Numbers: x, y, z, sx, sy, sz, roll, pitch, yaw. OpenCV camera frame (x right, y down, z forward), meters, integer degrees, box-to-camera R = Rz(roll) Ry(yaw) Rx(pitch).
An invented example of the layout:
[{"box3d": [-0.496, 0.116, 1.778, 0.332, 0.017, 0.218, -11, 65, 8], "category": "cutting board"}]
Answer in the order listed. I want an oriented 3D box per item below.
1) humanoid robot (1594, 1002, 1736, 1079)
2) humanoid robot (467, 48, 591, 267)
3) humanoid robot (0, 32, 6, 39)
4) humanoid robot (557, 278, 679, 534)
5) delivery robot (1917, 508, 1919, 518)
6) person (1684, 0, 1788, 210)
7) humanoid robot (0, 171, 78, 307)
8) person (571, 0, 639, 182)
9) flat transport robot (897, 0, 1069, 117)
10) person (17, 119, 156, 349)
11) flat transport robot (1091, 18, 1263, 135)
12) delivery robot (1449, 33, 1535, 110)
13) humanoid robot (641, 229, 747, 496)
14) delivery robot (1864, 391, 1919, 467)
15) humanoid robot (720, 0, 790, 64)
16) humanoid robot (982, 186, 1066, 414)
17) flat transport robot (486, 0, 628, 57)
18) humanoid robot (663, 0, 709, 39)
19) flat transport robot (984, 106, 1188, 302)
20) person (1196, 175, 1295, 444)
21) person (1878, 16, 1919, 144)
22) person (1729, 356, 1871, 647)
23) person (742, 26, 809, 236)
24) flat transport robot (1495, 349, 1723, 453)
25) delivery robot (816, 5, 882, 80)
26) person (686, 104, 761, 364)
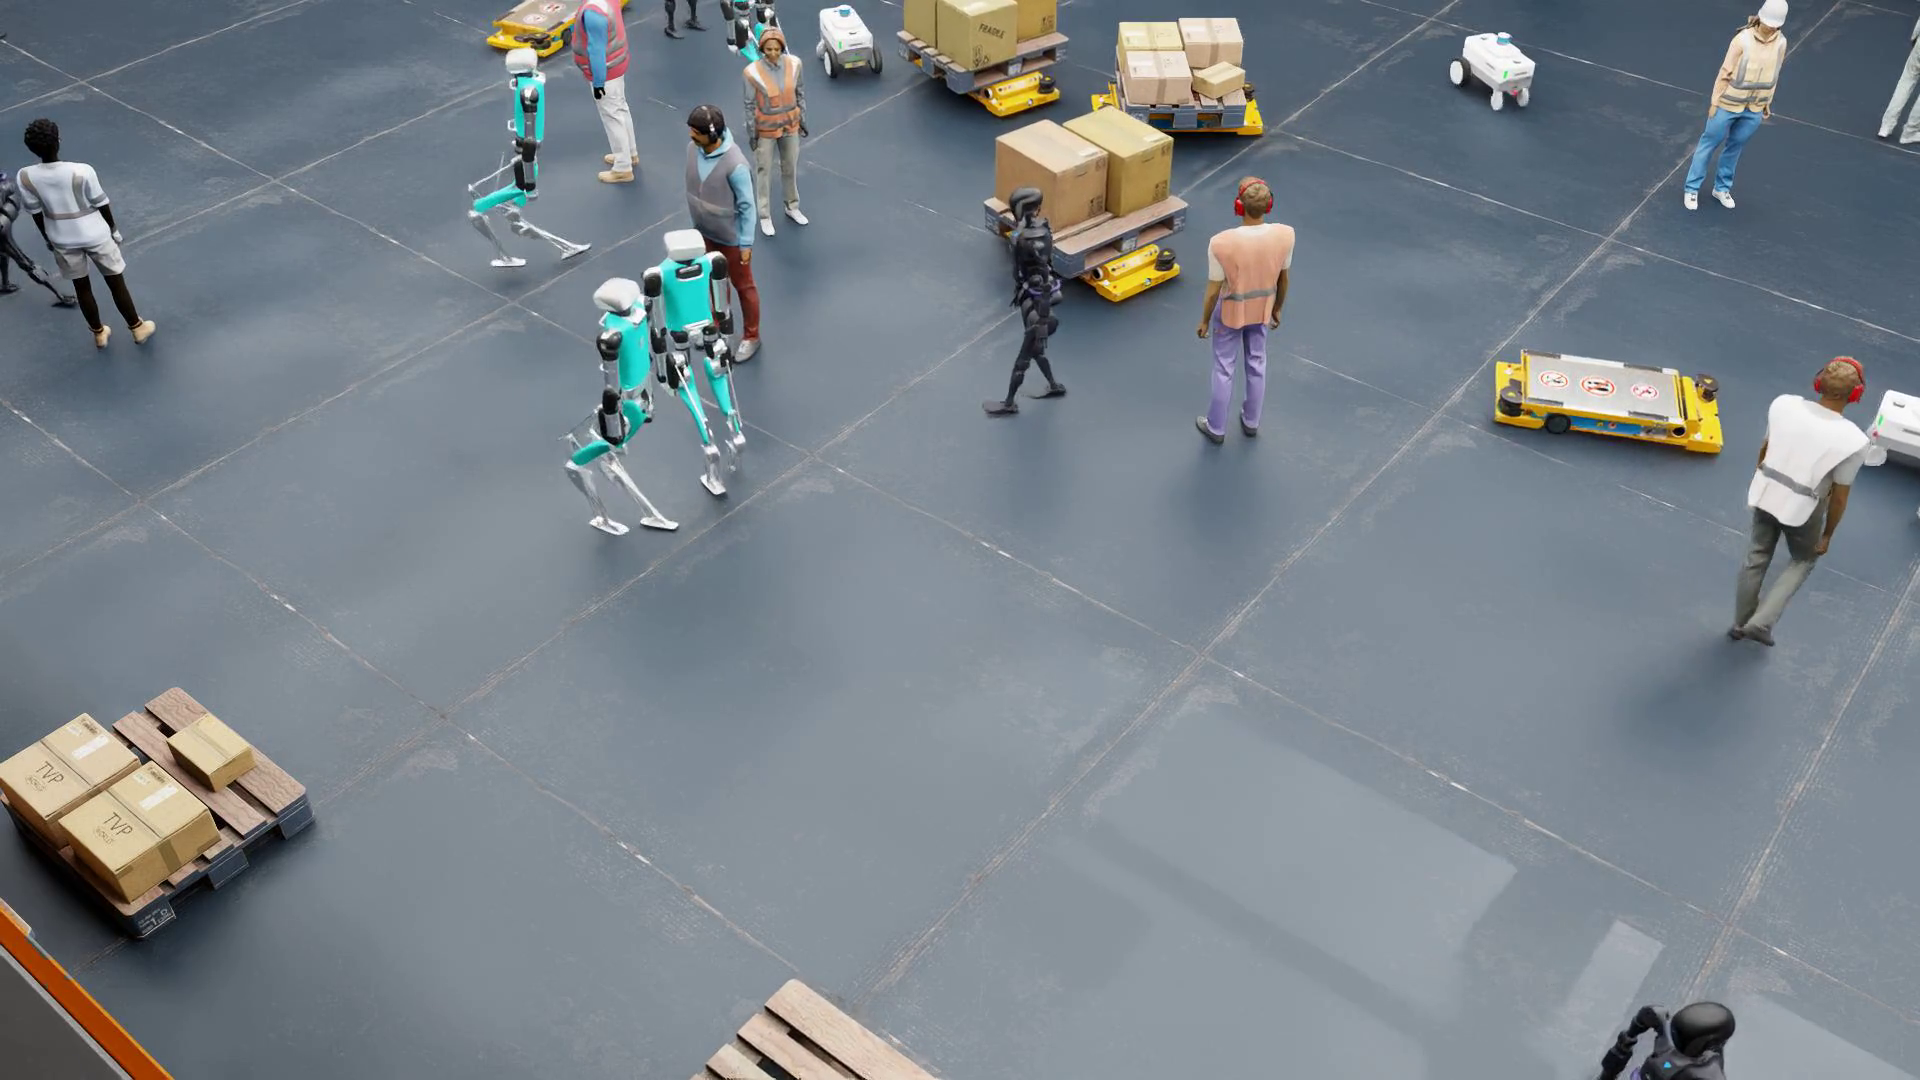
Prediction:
[{"box3d": [2.710, 2.227, 6.384, 0.573, 1.641, 0.616, -13, 42, -15], "category": "humanoid robot"}, {"box3d": [-3.286, -2.701, 12.125, 0.978, 1.739, 0.540, -7, 41, -9], "category": "humanoid robot"}, {"box3d": [-9.381, -5.338, 15.269, 0.597, 1.638, 0.399, -10, 41, -12], "category": "humanoid robot"}, {"box3d": [-2.130, -0.775, 9.857, 0.774, 1.771, 0.547, 11, 41, 12], "category": "humanoid robot"}, {"box3d": [6.346, -0.291, 10.193, 0.777, 0.587, 0.499, -9, 41, -11], "category": "delivery robot"}, {"box3d": [6.073, -3.405, 12.961, 0.485, 1.724, 0.374, -2, 40, -2], "category": "person"}, {"box3d": [-6.919, -2.386, 11.840, 0.780, 1.622, 0.609, -1, 40, -1], "category": "humanoid robot"}, {"box3d": [-2.860, -3.771, 13.313, 0.431, 1.836, 0.629, -1, 40, -1], "category": "person"}, {"box3d": [0.214, -4.254, 15.082, 0.659, 0.231, 1.431, -24, 46, -26], "category": "flat transport robot"}, {"box3d": [-6.037, -2.085, 11.426, 0.531, 1.697, 0.322, -5, 41, -6], "category": "person"}, {"box3d": [1.884, -3.758, 14.499, 1.431, 0.231, 0.659, 0, 40, 0], "category": "flat transport robot"}, {"box3d": [4.771, -4.228, 14.846, 0.499, 0.614, 0.790, -12, 42, -14], "category": "delivery robot"}, {"box3d": [-1.521, -0.956, 10.093, 0.541, 1.827, 0.671, -21, 45, -23], "category": "humanoid robot"}, {"box3d": [6.244, -0.648, 10.634, 0.818, 0.614, 0.499, 22, 45, 24], "category": "delivery robot"}, {"box3d": [-1.628, -4.187, 13.885, 0.653, 1.813, 0.531, 31, 49, 31], "category": "humanoid robot"}, {"box3d": [0.449, -1.545, 10.827, 0.636, 1.629, 0.612, -11, 42, -13], "category": "humanoid robot"}, {"box3d": [-3.873, -5.055, 16.025, 0.659, 0.231, 1.431, 16, 43, 18], "category": "flat transport robot"}, {"box3d": [-2.685, -5.501, 15.455, 0.362, 1.649, 0.608, 24, 46, 26], "category": "humanoid robot"}, {"box3d": [0.960, -2.297, 12.780, 0.659, 0.231, 1.431, -27, 47, -28], "category": "flat transport robot"}, {"box3d": [1.793, -1.418, 10.531, 0.568, 1.840, 0.373, -10, 41, -12], "category": "person"}, {"box3d": [8.141, -4.103, 13.788, 0.332, 1.738, 0.500, -26, 47, -27], "category": "person"}, {"box3d": [4.530, -0.182, 9.092, 0.454, 1.819, 0.573, -26, 47, -27], "category": "person"}, {"box3d": [-1.396, -3.132, 12.704, 0.516, 1.636, 0.311, -23, 45, -24], "category": "person"}, {"box3d": [4.348, -0.940, 11.183, 1.431, 0.231, 0.659, 9, 41, 11], "category": "flat transport robot"}, {"box3d": [-1.042, -4.577, 15.257, 0.514, 0.614, 0.785, -12, 42, -14], "category": "delivery robot"}, {"box3d": [-1.596, -2.094, 11.299, 0.533, 1.877, 0.415, 26, 47, 27], "category": "person"}]
